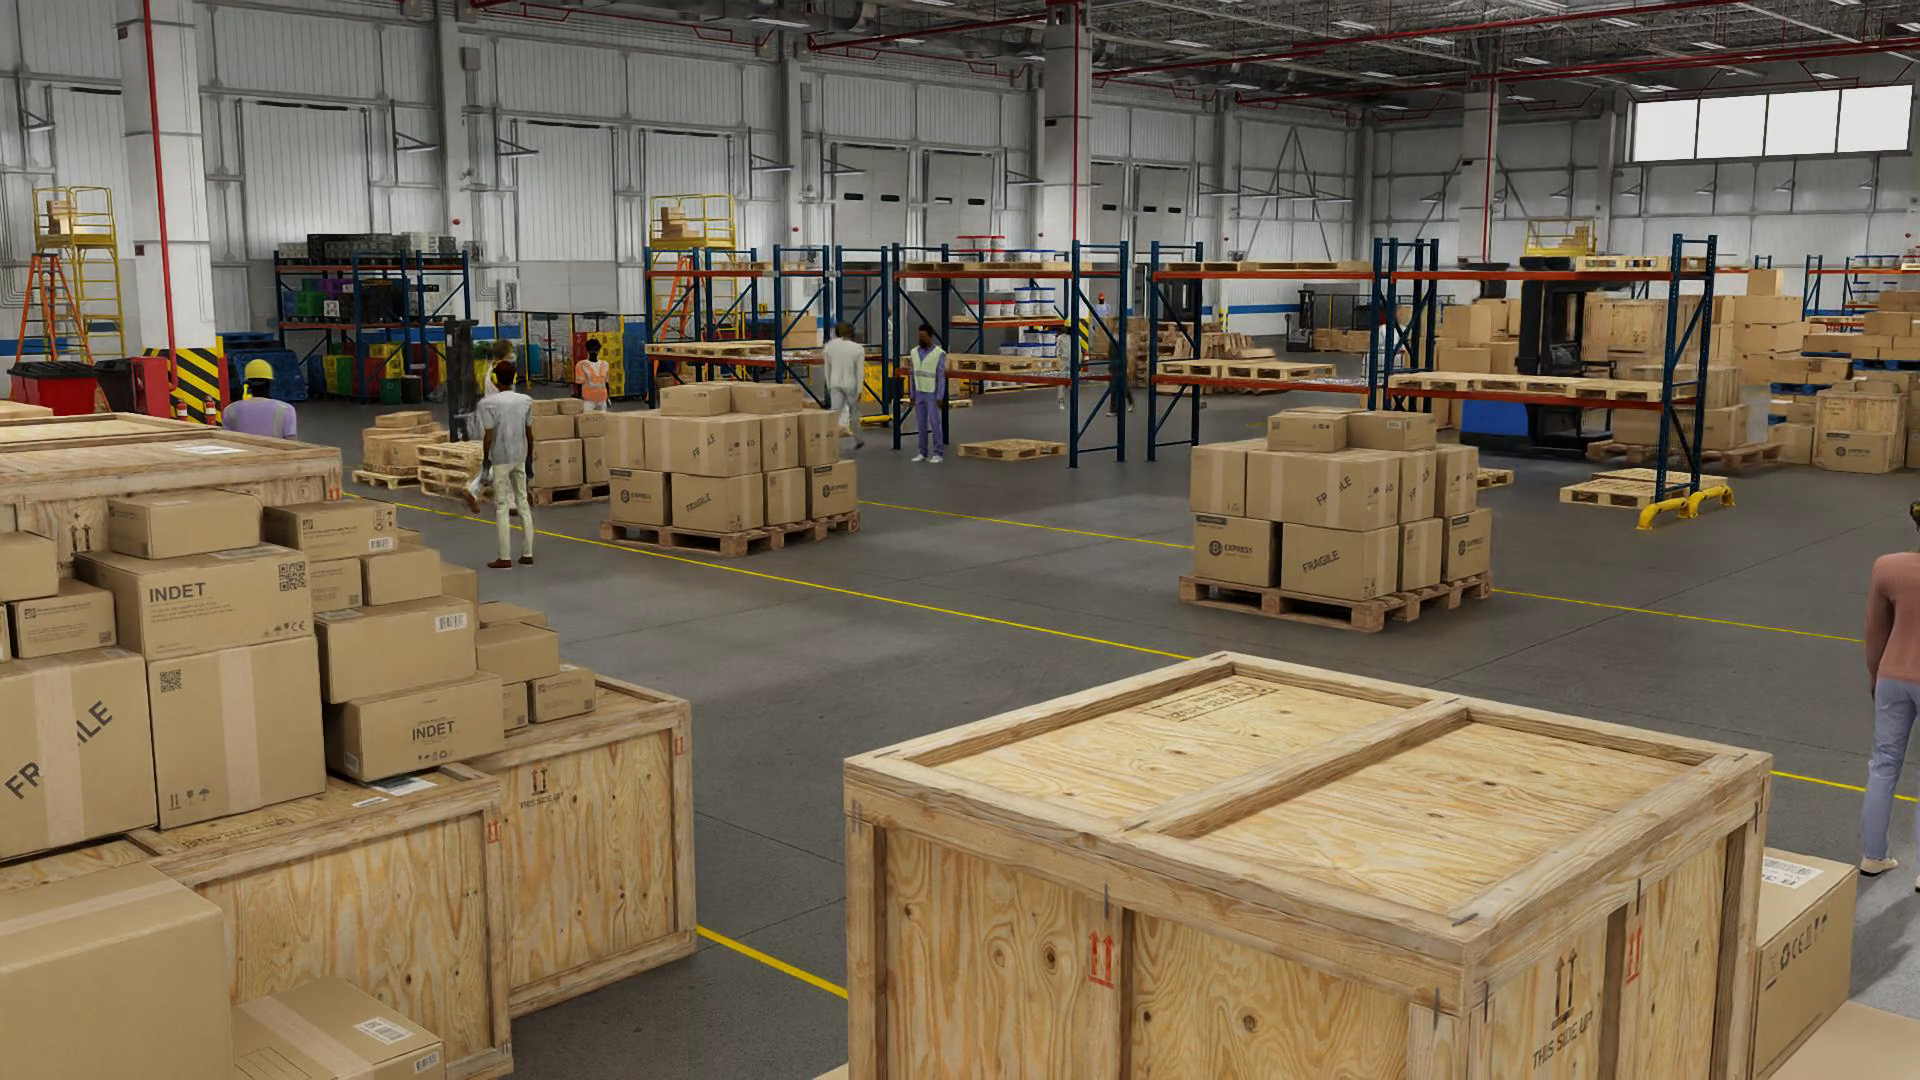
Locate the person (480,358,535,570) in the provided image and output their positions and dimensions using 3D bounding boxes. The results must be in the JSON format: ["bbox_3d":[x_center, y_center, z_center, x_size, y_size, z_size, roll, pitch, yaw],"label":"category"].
[{"bbox_3d":[-4.015,-0.672,14.742,0.514,1.876,0.328,-9,13,-43],"label":"person"}]

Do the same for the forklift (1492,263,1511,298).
[{"bbox_3d":[14.978,-6.329,46.349,1.873,2.768,1.129,1,9,7],"label":"forklift"}]

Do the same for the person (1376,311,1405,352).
[{"bbox_3d":[8.468,-3.608,32.765,0.607,1.862,0.470,3,10,15],"label":"person"}]

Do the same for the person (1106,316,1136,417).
[{"bbox_3d":[2.872,-3.124,29.940,0.571,1.830,0.505,-9,13,-44],"label":"person"}]

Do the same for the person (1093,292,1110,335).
[{"bbox_3d":[4.366,-6.680,51.423,0.544,1.930,0.389,1,9,6],"label":"person"}]

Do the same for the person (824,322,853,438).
[{"bbox_3d":[-1.815,-2.487,26.027,0.638,1.825,0.483,7,12,36],"label":"person"}]

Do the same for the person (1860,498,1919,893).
[{"bbox_3d":[4.144,0.627,7.134,0.328,1.759,0.524,-5,10,-27],"label":"person"}]

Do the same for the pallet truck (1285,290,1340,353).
[{"bbox_3d":[11.297,-6.951,52.861,1.885,1.965,0.823,-5,11,-29],"label":"pallet truck"}]

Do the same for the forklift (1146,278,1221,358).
[{"bbox_3d":[6.364,-6.425,46.939,1.873,2.768,1.129,9,13,43],"label":"forklift"}]

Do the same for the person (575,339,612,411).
[{"bbox_3d":[-5.077,-1.942,23.060,0.536,1.699,0.322,-8,12,-42],"label":"person"}]

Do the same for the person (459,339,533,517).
[{"bbox_3d":[-4.953,-1.176,17.690,0.646,1.927,0.634,-2,9,-12],"label":"person"}]

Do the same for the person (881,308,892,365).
[{"bbox_3d":[-1.943,-5.331,44.051,0.314,1.634,0.515,1,9,8],"label":"person"}]

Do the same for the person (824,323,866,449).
[{"bbox_3d":[-1.677,-2.208,24.161,0.648,1.890,1.040,2,9,12],"label":"person"}]

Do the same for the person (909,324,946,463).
[{"bbox_3d":[-0.433,-2.003,22.815,0.583,1.911,0.385,7,12,39],"label":"person"}]

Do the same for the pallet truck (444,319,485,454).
[{"bbox_3d":[-6.981,-1.942,22.150,1.885,1.965,0.823,1,9,9],"label":"pallet truck"}]

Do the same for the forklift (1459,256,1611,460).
[{"bbox_3d":[8.223,-2.619,23.600,1.873,2.768,1.129,9,13,43],"label":"forklift"}]

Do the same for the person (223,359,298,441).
[{"bbox_3d":[-5.726,-0.523,13.700,0.586,1.919,0.397,-1,9,-6],"label":"person"}]

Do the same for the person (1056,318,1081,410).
[{"bbox_3d":[2.060,-3.327,31.449,0.486,1.736,0.322,-2,9,-12],"label":"person"}]
